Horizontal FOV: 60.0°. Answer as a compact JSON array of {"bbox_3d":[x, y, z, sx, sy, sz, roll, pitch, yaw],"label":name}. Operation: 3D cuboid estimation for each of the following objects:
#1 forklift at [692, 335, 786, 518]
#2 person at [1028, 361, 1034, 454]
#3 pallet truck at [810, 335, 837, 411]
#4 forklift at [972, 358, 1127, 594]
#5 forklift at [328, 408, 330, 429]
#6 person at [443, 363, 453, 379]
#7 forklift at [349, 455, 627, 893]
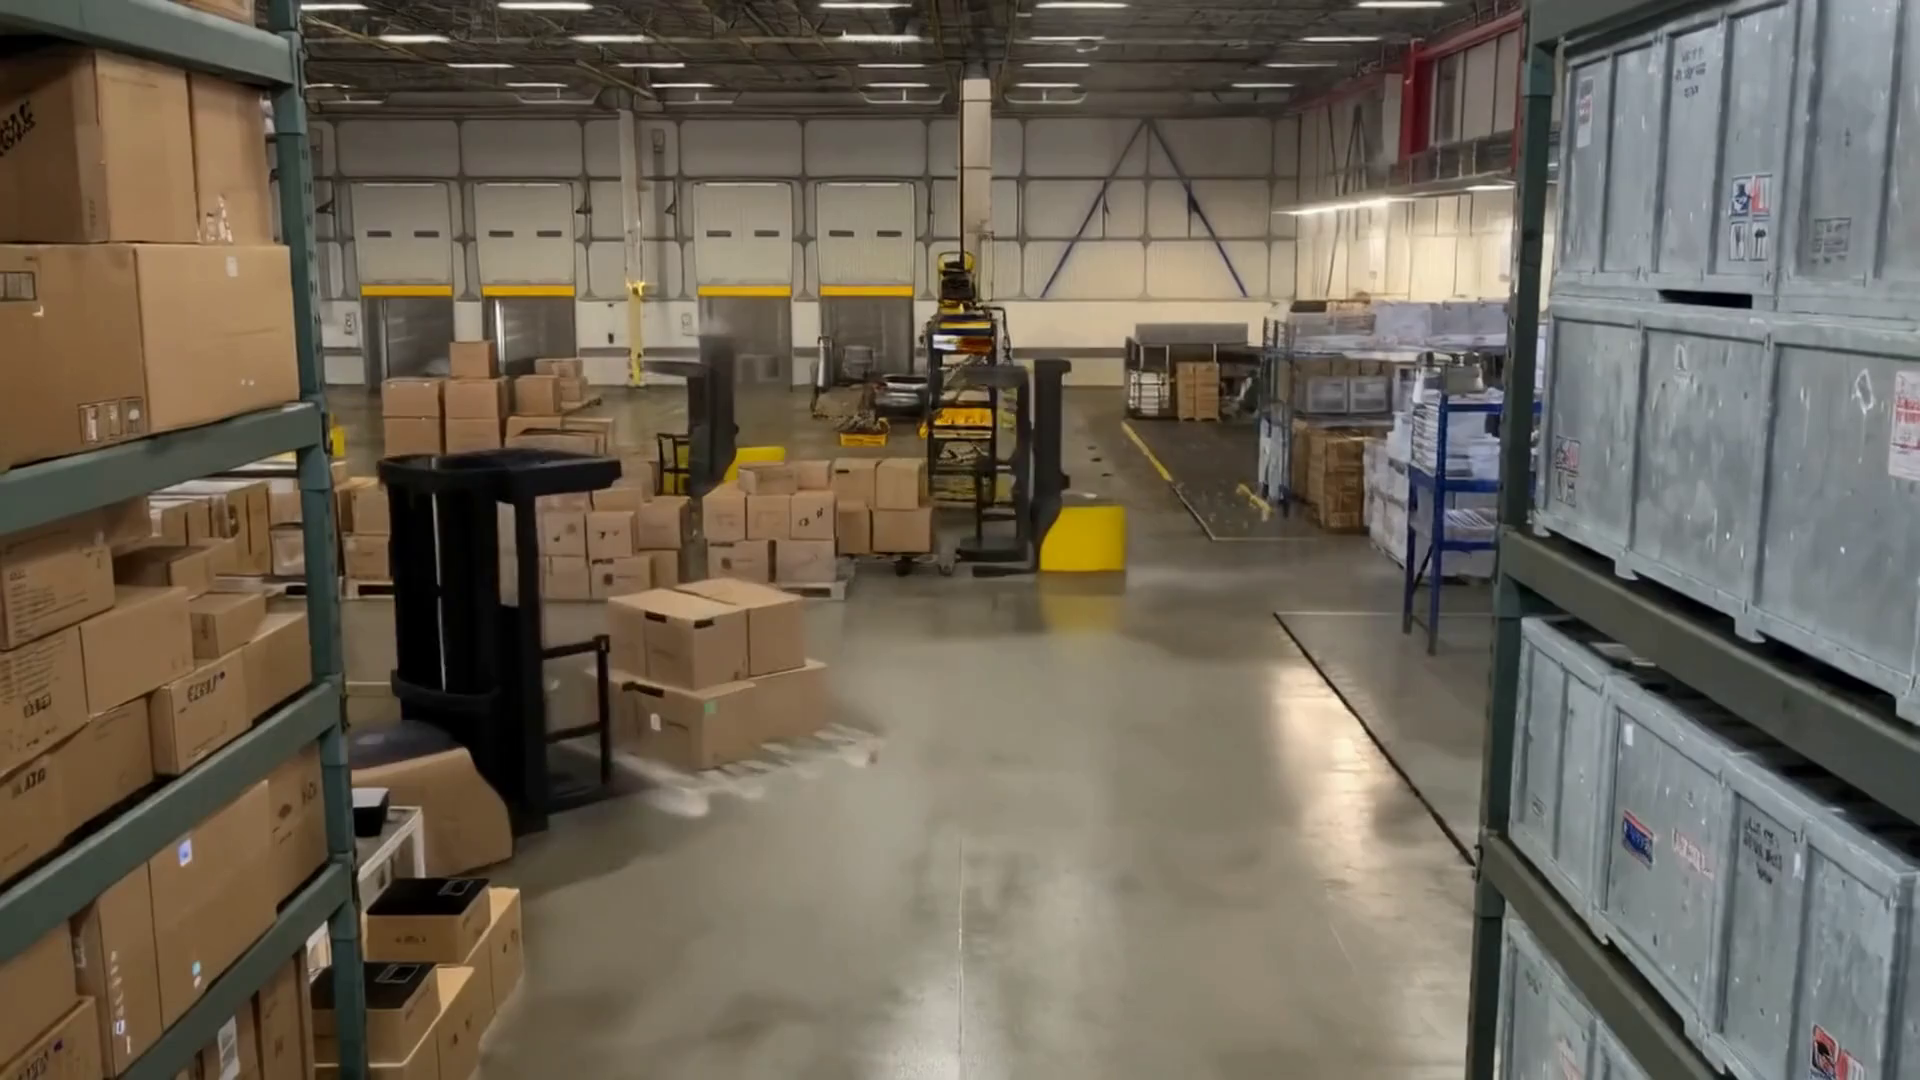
[{"bbox_3d":[-3.780,-1.824,26.224,1.873,2.768,1.129,-4,11,-24],"label":"forklift"},{"bbox_3d":[1.529,-2.735,34.296,0.612,1.898,0.617,4,11,22],"label":"person"},{"bbox_3d":[-3.021,-4.312,43.126,1.885,1.965,0.823,3,10,17],"label":"pallet truck"},{"bbox_3d":[1.086,-0.806,20.352,1.873,2.768,1.129,0,10,1],"label":"forklift"},{"bbox_3d":[-13.015,-2.830,32.031,1.129,2.768,1.873,0,10,1],"label":"forklift"},{"bbox_3d":[-11.594,-3.222,37.907,0.310,1.632,0.521,4,11,21],"label":"person"},{"bbox_3d":[-3.288,0.876,10.645,1.873,2.768,1.129,-10,14,-44],"label":"forklift"}]
